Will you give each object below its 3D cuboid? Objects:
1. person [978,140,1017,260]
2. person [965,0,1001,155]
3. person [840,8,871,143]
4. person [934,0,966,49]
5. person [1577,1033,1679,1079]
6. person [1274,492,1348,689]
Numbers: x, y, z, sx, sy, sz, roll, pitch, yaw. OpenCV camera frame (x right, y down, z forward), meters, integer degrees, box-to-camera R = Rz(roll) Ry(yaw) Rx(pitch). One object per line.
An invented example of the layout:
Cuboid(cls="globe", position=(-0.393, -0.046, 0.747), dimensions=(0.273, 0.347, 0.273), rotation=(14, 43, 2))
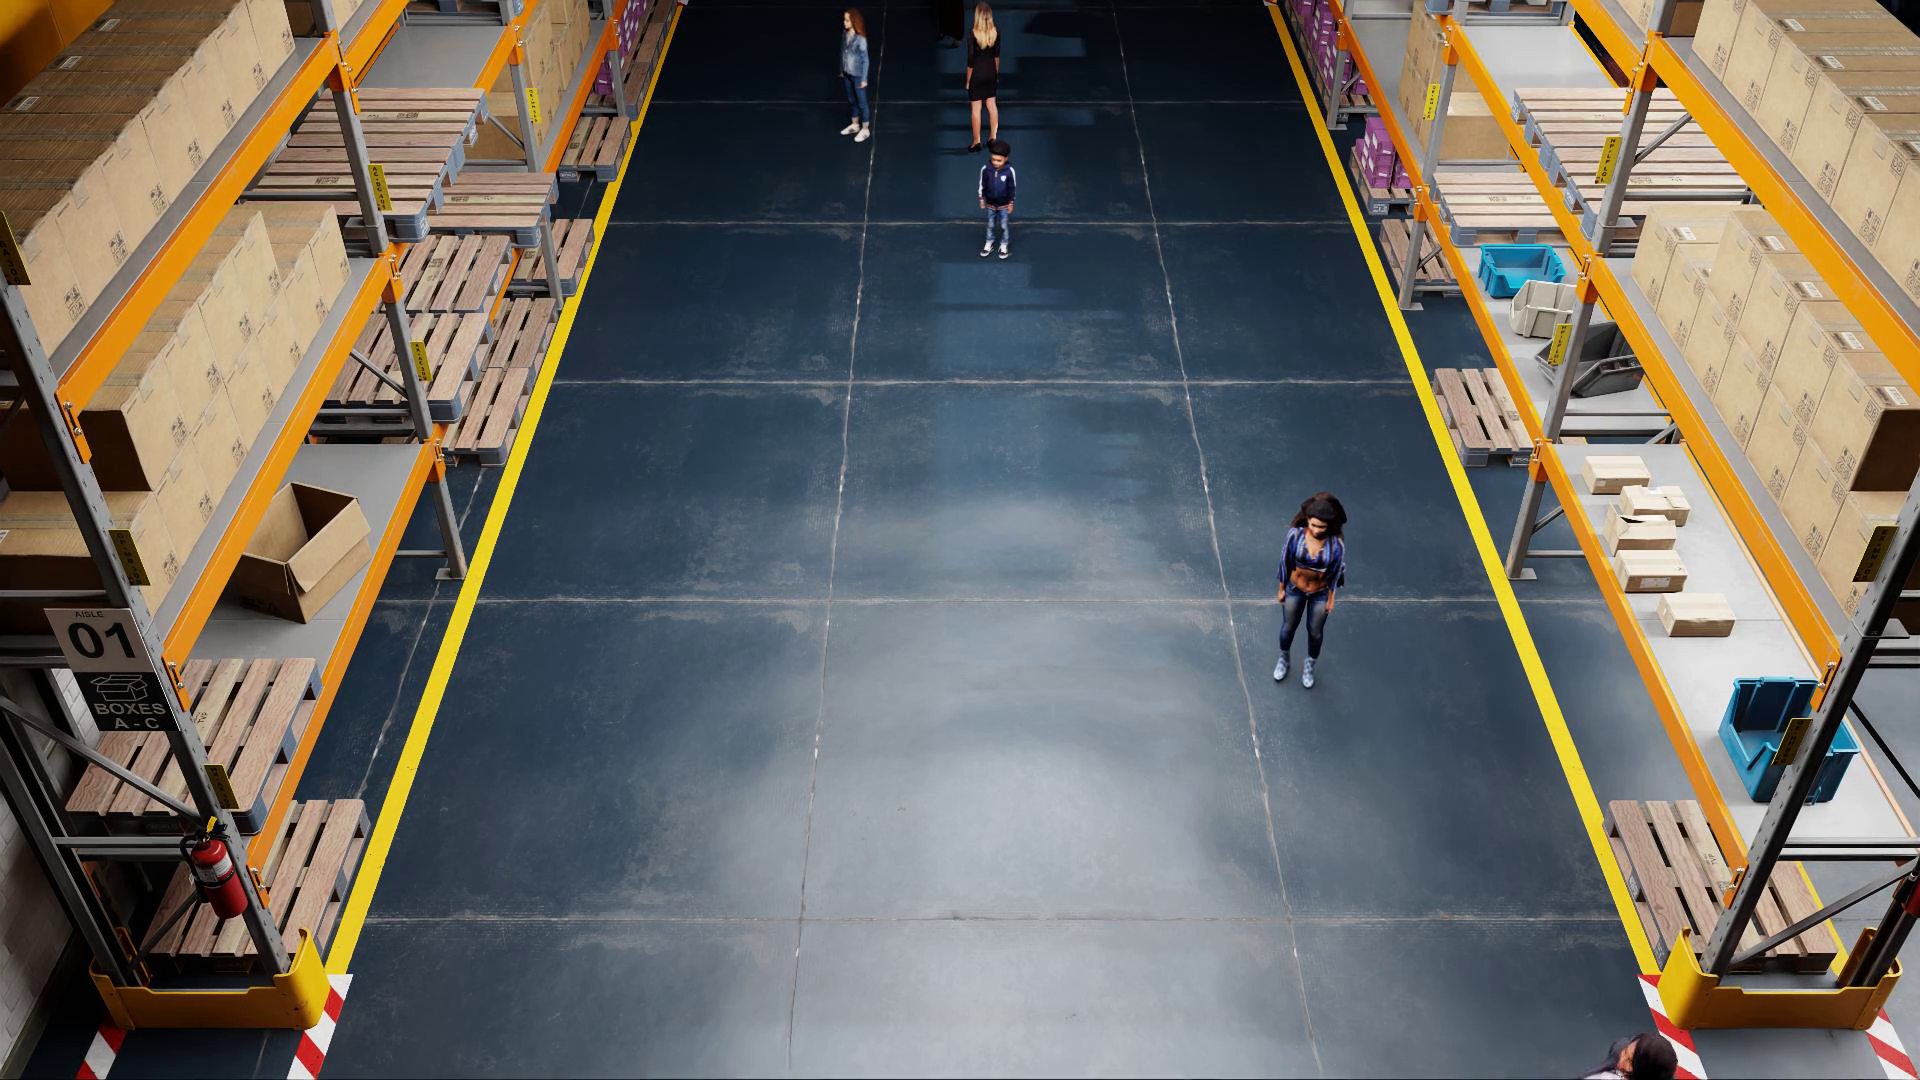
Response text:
Cuboid(cls="person", position=(0.374, -3.366, 16.355), dimensions=(0.570, 1.222, 0.566), rotation=(10, 40, 13))
Cuboid(cls="person", position=(0.245, -5.018, 18.060), dimensions=(0.616, 1.676, 0.616), rotation=(-20, 43, -23))
Cuboid(cls="person", position=(-1.151, -5.161, 18.400), dimensions=(0.699, 1.476, 0.626), rotation=(-29, 47, -31))
Cuboid(cls="person", position=(-0.125, -6.951, 20.420), dimensions=(0.825, 1.752, 0.745), rotation=(-27, 46, -30))
Cuboid(cls="person", position=(3.181, 2.933, 8.169), dimensions=(0.756, 1.597, 0.626), rotation=(-5, 39, -6))
Cuboid(cls="person", position=(2.386, 0.347, 11.387), dimensions=(0.680, 1.620, 0.656), rotation=(12, 40, 15))
